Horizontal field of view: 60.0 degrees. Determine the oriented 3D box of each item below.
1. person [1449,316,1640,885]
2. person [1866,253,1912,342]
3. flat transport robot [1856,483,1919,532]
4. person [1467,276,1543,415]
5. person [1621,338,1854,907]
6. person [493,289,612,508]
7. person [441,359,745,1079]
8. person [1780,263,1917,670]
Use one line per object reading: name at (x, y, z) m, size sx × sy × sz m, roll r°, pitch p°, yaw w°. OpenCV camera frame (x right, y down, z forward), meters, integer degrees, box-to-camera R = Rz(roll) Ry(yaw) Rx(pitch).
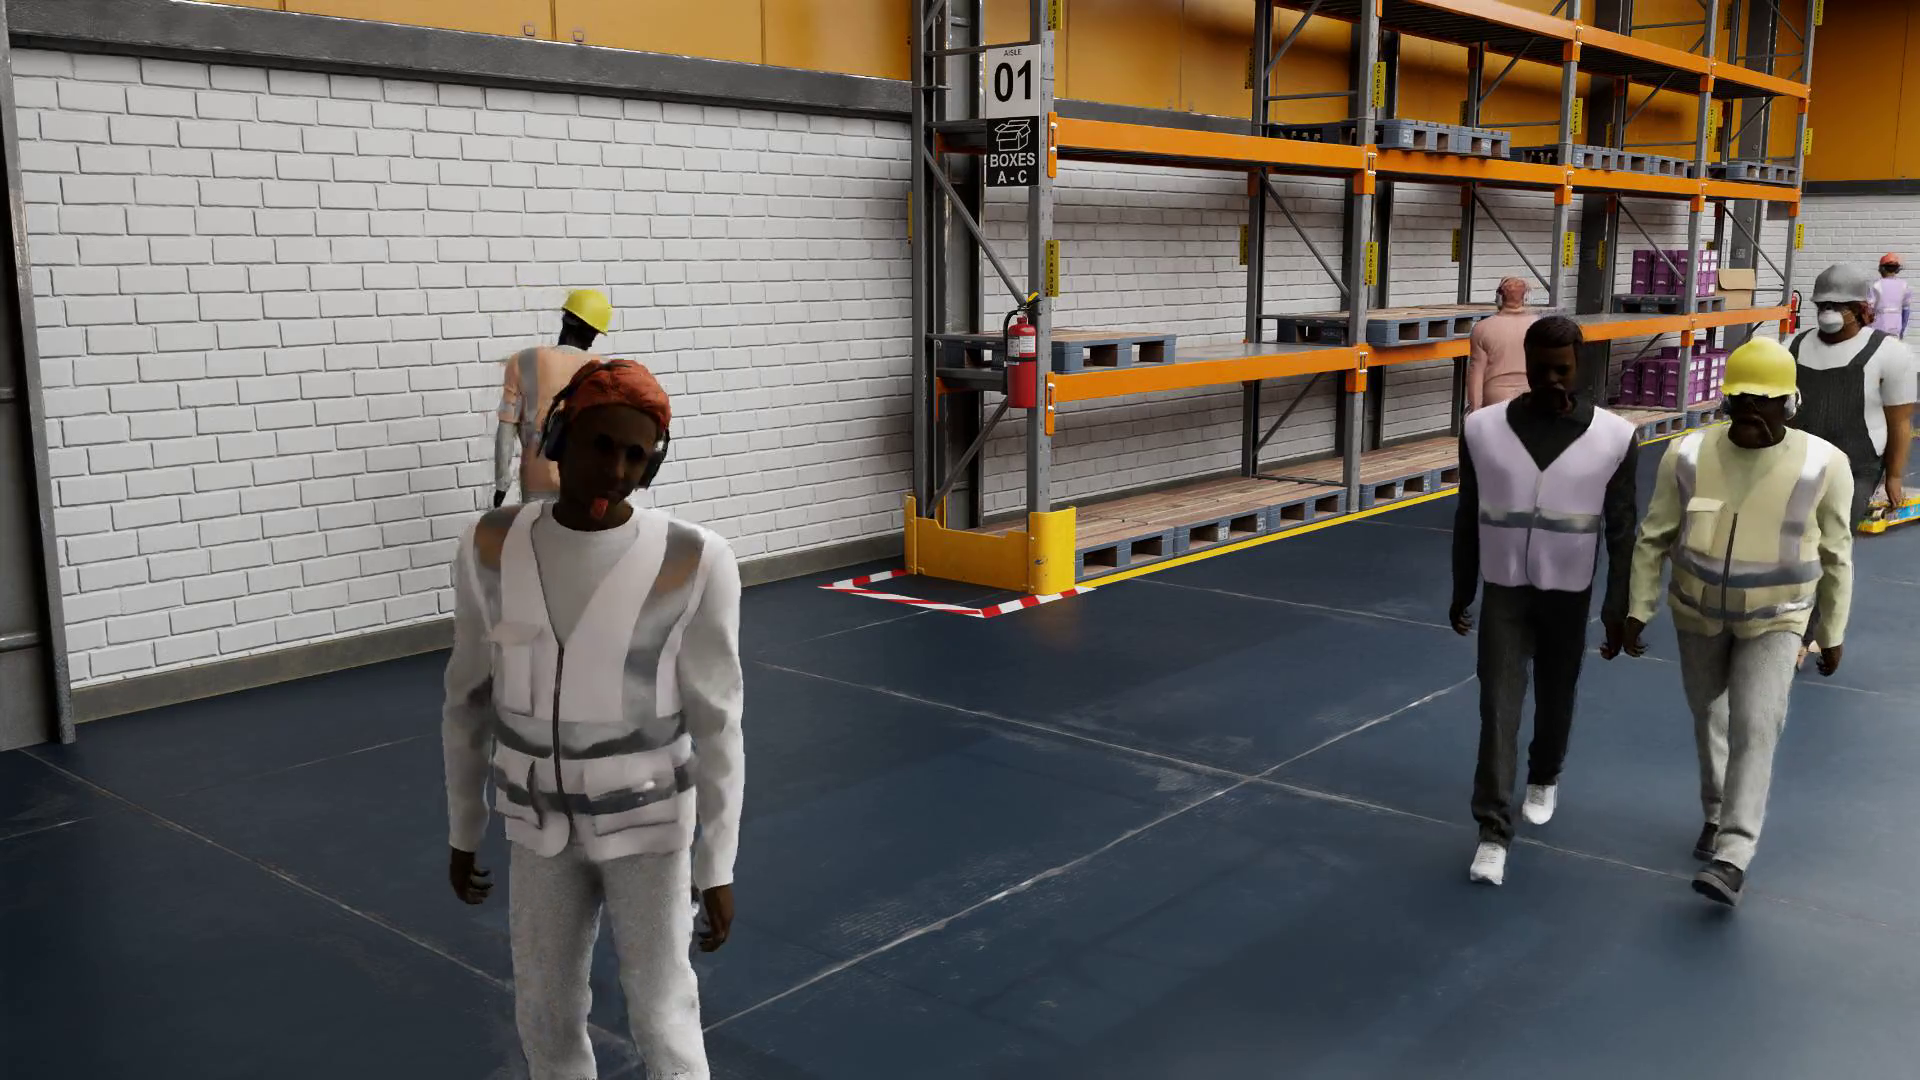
person at (1.990, 0.162, 5.705) m, size 0.598 × 1.860 × 1.027 m, roll 4°, pitch 11°, yaw 21°
person at (12.398, -2.841, 22.398) m, size 0.620 × 1.989 × 1.019 m, roll 2°, pitch 10°, yaw 9°
flat transport robot at (6.893, -0.263, 12.615) m, size 1.431 × 0.197 × 0.652 m, roll -8°, pitch 13°, yaw -39°
person at (4.049, -0.998, 12.243) m, size 0.646 × 1.878 × 0.885 m, roll 0°, pitch 10°, yaw 0°
person at (2.472, 0.252, 5.346) m, size 0.615 × 1.781 × 0.915 m, roll 8°, pitch 13°, yaw 39°
person at (-1.972, -0.275, 8.136) m, size 0.710 × 1.877 × 0.385 m, roll -4°, pitch 11°, yaw -20°
person at (-0.706, 0.585, 3.258) m, size 0.628 × 1.865 × 0.373 m, roll 2°, pitch 10°, yaw 14°
person at (4.238, -0.385, 8.274) m, size 0.974 × 2.000 × 0.703 m, roll -7°, pitch 12°, yaw -35°
